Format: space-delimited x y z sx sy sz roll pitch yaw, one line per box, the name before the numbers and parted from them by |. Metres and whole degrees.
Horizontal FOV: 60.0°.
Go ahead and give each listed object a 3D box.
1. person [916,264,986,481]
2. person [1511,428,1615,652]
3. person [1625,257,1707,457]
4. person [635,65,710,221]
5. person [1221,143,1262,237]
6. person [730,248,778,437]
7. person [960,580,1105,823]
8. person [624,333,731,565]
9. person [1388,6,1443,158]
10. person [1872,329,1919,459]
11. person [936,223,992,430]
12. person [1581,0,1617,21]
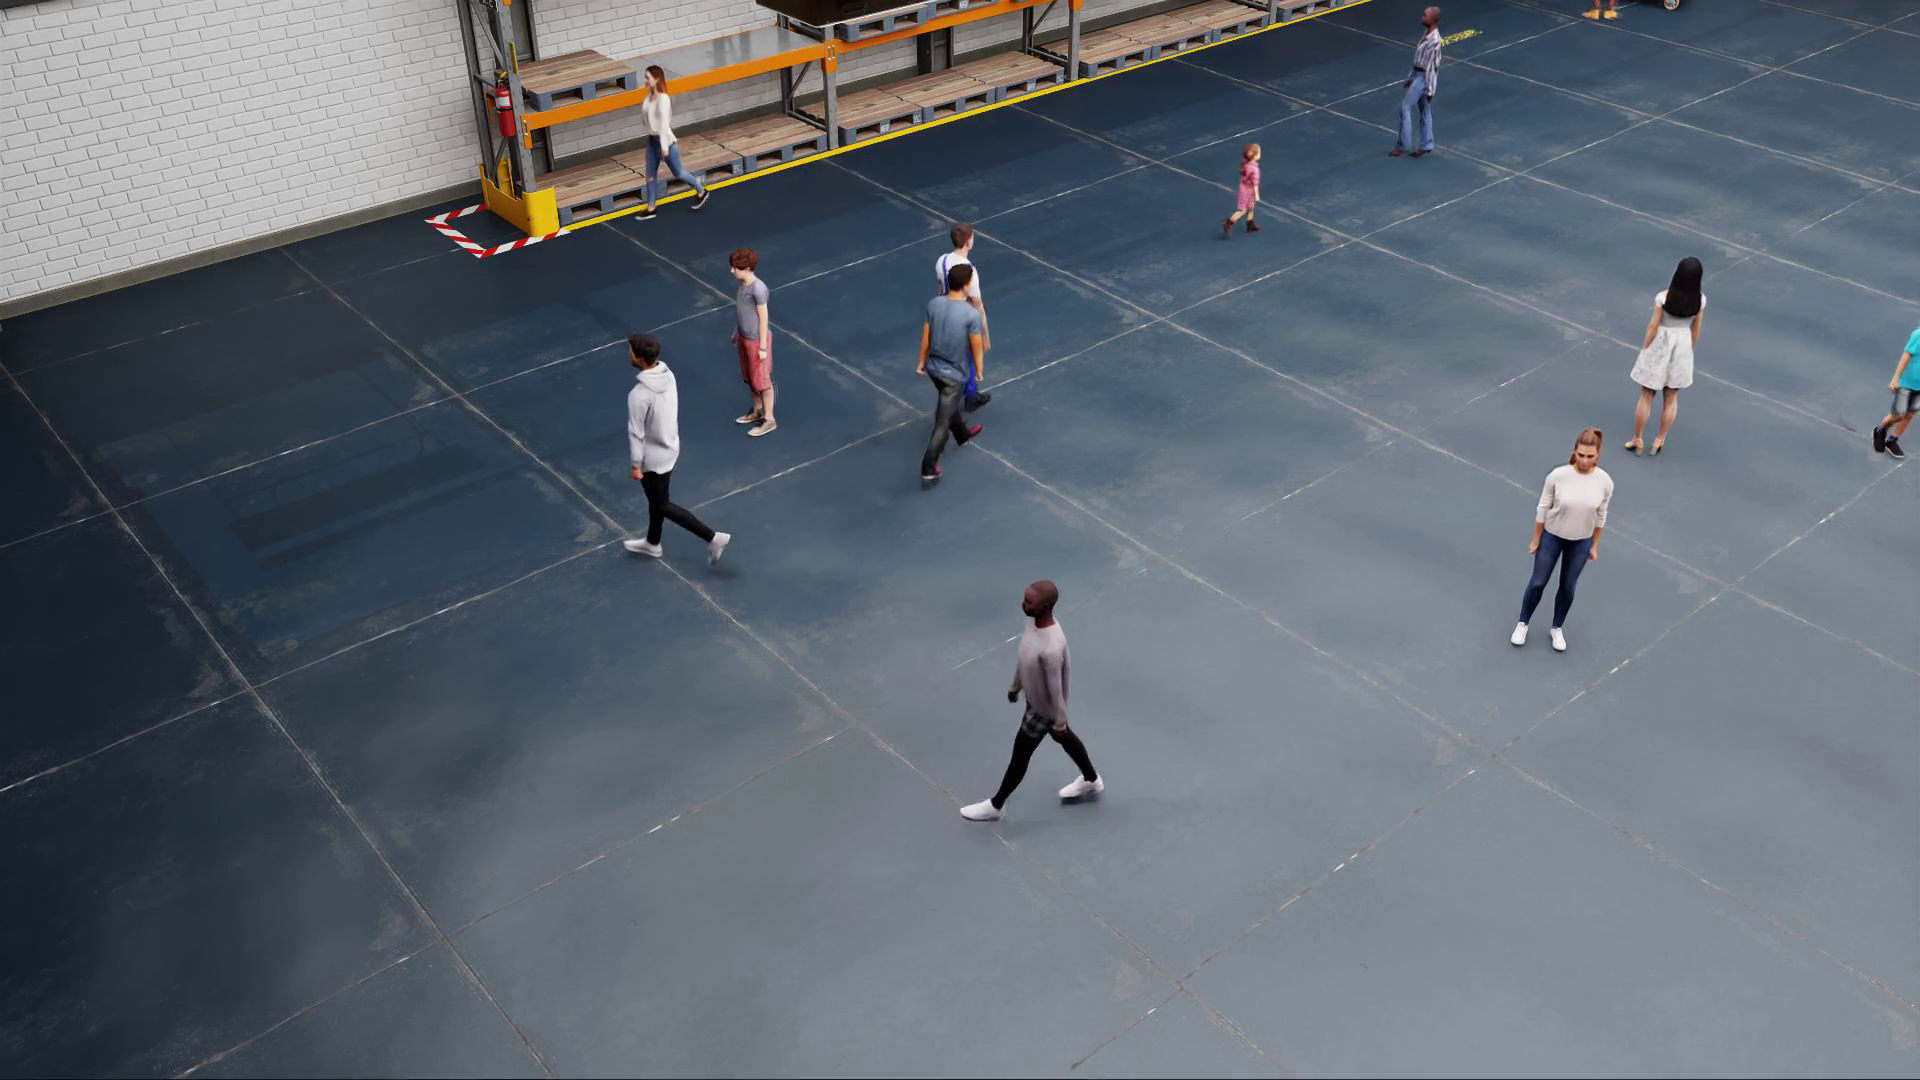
person | -0.150 -1.316 13.442 0.868 1.761 1.228 19 38 26
person | 4.184 0.003 11.496 0.685 1.719 0.706 8 34 11
person | 5.831 -1.506 13.716 0.774 1.775 0.829 4 34 7
person | -3.147 -4.299 18.022 1.120 1.661 0.693 -20 39 -28
person | 3.041 -3.723 17.740 0.771 1.013 0.592 -10 35 -14
person | -1.740 -1.707 14.132 0.576 1.650 0.629 -22 40 -30
person | 0.598 0.973 10.032 1.271 1.723 1.023 -6 34 -10
person | -2.151 -0.622 12.268 1.159 1.906 1.188 9 35 13
person | 5.515 -5.325 19.464 0.926 1.772 0.868 4 34 6
person | 7.899 -1.371 13.818 0.632 1.438 0.704 -2 34 -3
person | -0.094 -1.766 14.064 0.889 1.822 0.658 -24 40 -31
person | 9.574 -8.473 24.260 0.849 1.705 0.926 9 35 13
